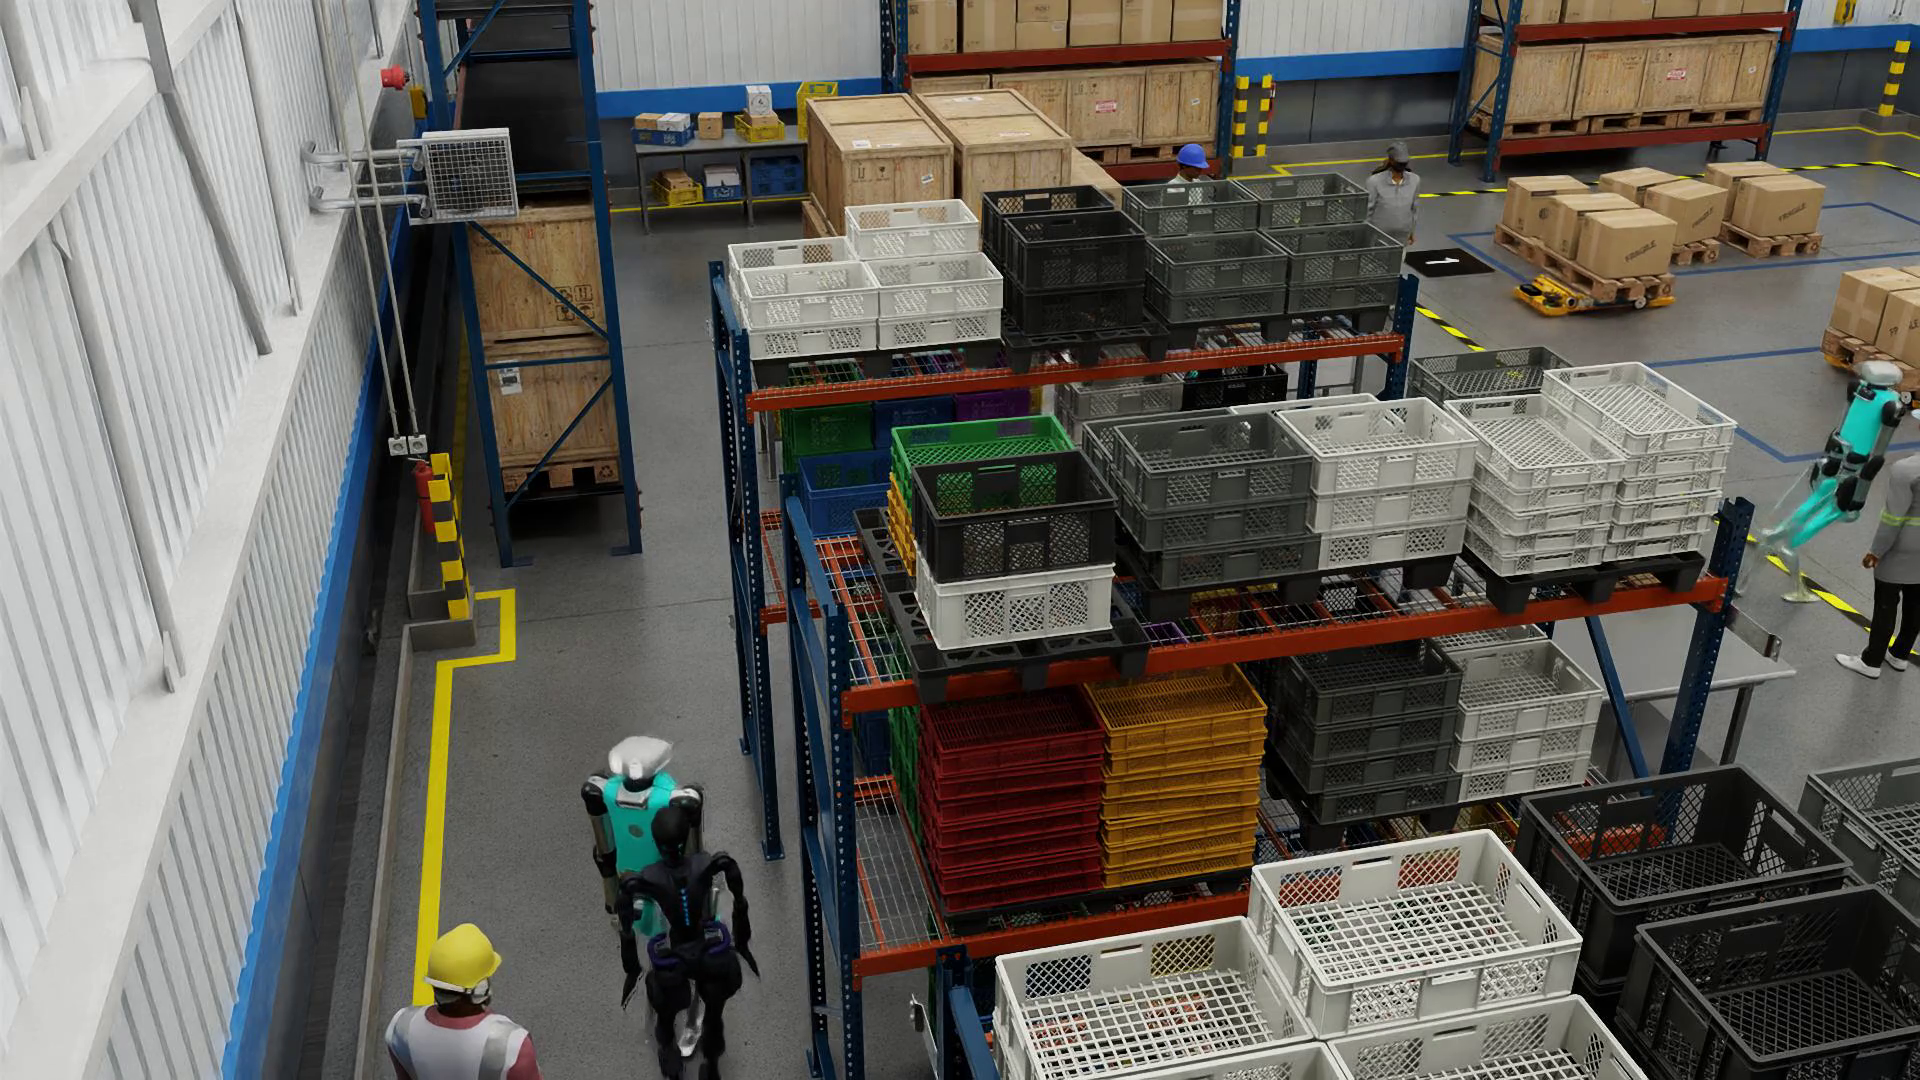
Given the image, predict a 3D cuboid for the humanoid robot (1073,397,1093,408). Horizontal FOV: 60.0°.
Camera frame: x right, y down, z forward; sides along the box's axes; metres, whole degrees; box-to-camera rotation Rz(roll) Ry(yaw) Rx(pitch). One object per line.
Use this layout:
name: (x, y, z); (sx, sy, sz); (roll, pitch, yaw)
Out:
humanoid robot: (0.652, -0.207, 10.921); (0.521, 1.641, 0.602); (5, 28, 10)

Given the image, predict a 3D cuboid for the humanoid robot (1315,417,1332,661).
humanoid robot: (2.203, -0.051, 10.673); (0.612, 1.653, 0.627); (-23, 35, -36)

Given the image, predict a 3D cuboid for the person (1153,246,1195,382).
person: (1.631, -1.322, 12.671); (0.403, 2.036, 0.598); (12, 30, 22)

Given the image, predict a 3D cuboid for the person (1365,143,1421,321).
person: (4.127, -2.964, 16.059); (0.574, 1.768, 0.401); (-4, 28, -7)

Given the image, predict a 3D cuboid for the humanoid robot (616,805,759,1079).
humanoid robot: (-1.154, 1.812, 7.098); (0.602, 1.646, 0.409); (-9, 29, -17)

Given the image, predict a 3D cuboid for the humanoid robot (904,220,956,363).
humanoid robot: (-0.152, -1.857, 14.008); (1.046, 1.727, 0.551); (-5, 28, -10)

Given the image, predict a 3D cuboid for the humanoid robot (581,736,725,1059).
humanoid robot: (-1.287, 1.573, 7.511); (0.537, 1.828, 0.661); (6, 28, 12)

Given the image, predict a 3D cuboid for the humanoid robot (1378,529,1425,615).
humanoid robot: (2.788, -0.007, 10.550); (0.594, 1.659, 0.332); (13, 30, 23)

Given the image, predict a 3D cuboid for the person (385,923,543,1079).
person: (-1.757, 2.198, 6.209); (0.588, 1.822, 0.403); (6, 28, 12)

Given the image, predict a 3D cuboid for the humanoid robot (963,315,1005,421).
humanoid robot: (-0.117, -1.005, 12.431); (0.949, 1.768, 0.530); (-5, 28, -9)

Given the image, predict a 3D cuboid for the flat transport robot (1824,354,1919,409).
flat transport robot: (8.473, -1.467, 14.800); (0.652, 0.197, 1.431); (-6, 28, -12)

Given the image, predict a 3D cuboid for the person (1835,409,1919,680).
person: (5.884, 0.003, 10.344); (0.589, 1.852, 0.397); (-8, 29, -15)

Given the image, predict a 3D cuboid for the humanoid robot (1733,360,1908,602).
humanoid robot: (5.667, -0.304, 11.144); (0.892, 1.846, 0.553); (-2, 28, -3)

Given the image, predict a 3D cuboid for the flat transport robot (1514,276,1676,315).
flat transport robot: (6.420, -2.523, 16.805); (1.431, 0.197, 0.652); (-6, 28, -12)

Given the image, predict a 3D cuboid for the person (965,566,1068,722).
person: (0.340, 0.823, 8.830); (0.646, 1.804, 0.614); (15, 31, 26)

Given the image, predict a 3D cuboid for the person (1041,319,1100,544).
person: (0.794, -0.701, 11.660); (0.578, 1.874, 0.362); (-22, 35, -35)

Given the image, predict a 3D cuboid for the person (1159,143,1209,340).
person: (2.049, -2.707, 15.397); (0.411, 1.939, 0.602); (20, 34, 33)

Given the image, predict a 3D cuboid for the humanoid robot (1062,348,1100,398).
humanoid robot: (1.112, -0.679, 11.761); (0.832, 1.755, 0.541); (-5, 28, -9)

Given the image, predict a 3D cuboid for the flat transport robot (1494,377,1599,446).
flat transport robot: (4.780, -1.036, 14.013); (0.659, 0.231, 1.431); (-6, 28, -12)

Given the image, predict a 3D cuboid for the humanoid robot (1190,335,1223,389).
humanoid robot: (1.871, -1.408, 13.175); (0.710, 1.808, 0.532); (15, 31, 27)

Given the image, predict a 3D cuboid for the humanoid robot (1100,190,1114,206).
humanoid robot: (1.230, -2.349, 14.991); (0.330, 1.649, 0.611); (11, 30, 19)
